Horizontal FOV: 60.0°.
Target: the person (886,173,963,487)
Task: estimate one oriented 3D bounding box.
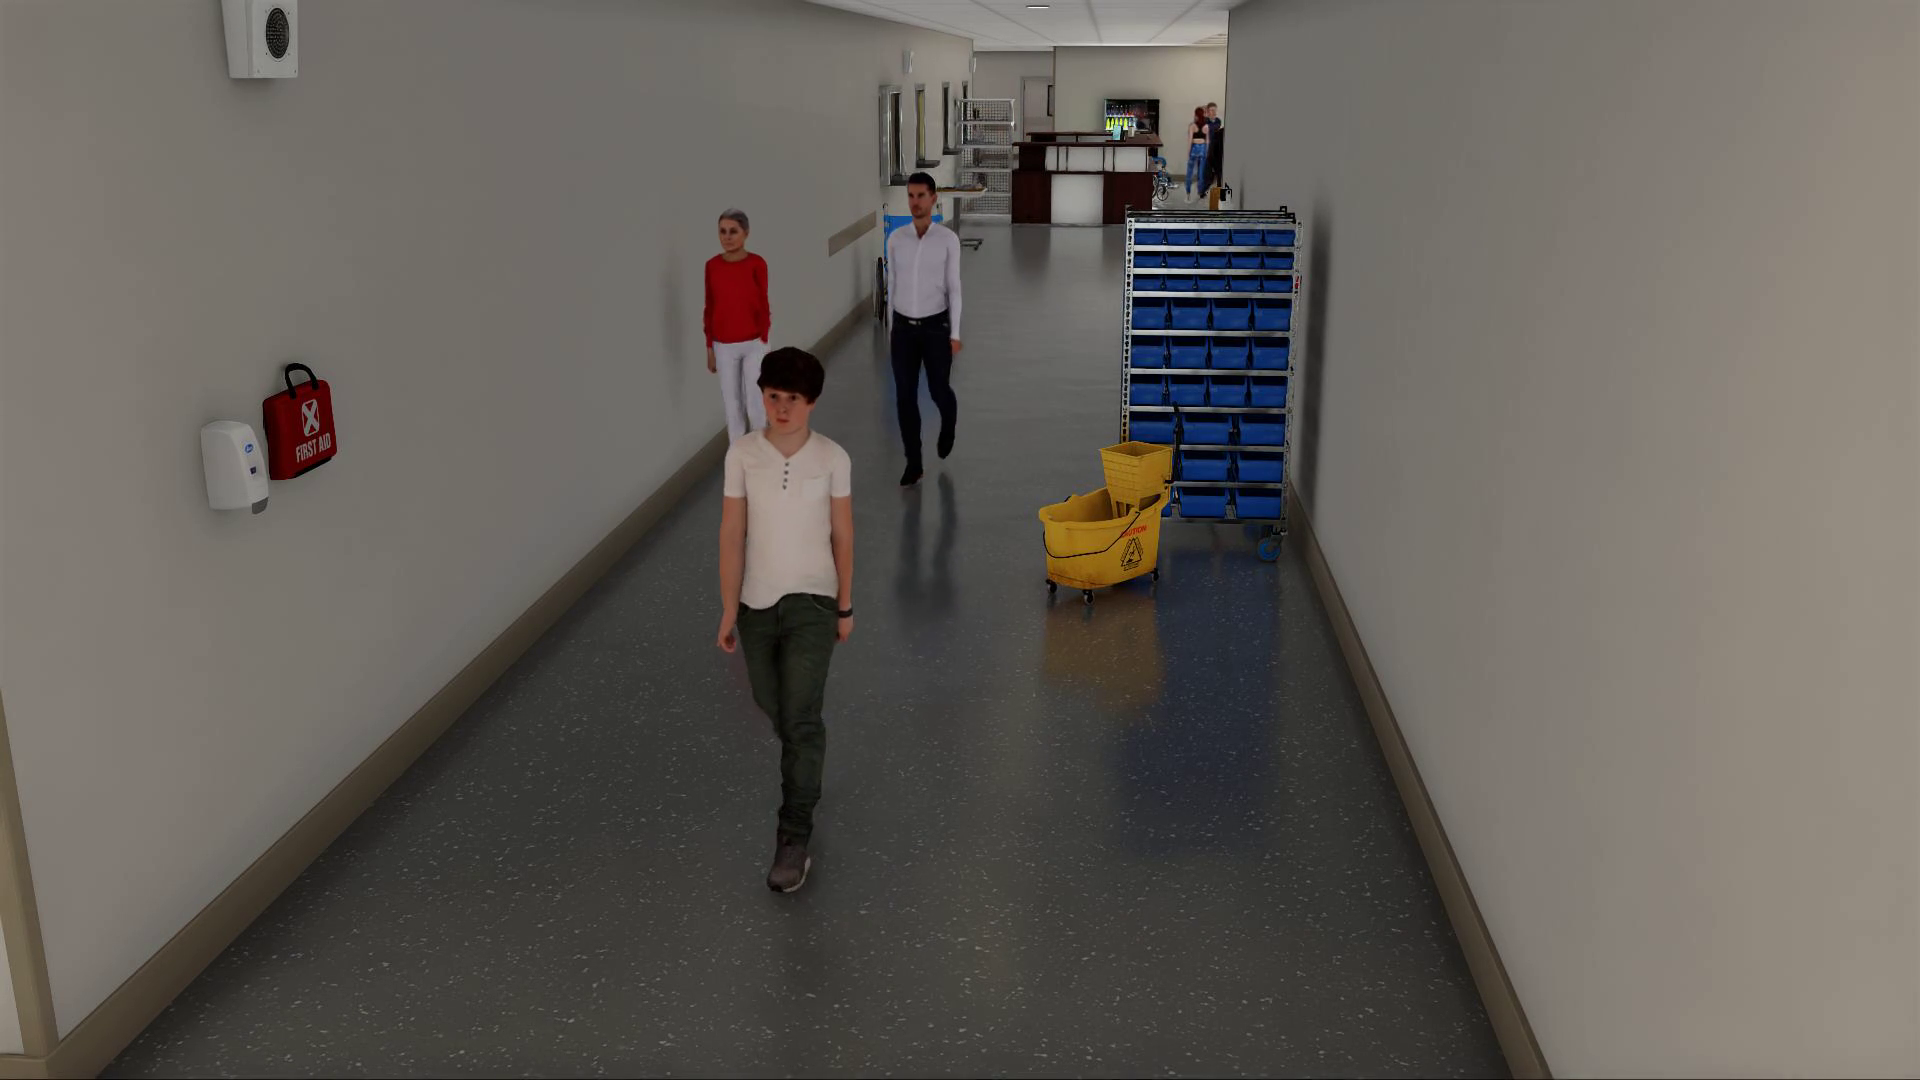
[{"bbox_3d":[-0.205,-1.295,10.181,1.039,1.841,0.782,4,16,13],"label":"person"}]

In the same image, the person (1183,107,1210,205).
[{"bbox_3d":[4.528,-7.259,31.447,0.660,1.782,0.723,-3,16,-9],"label":"person"}]

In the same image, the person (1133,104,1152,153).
[{"bbox_3d":[3.780,-7.890,33.653,0.613,1.800,0.720,3,16,11],"label":"person"}]

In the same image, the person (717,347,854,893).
[{"bbox_3d":[-0.536,0.204,5.269,1.040,1.622,0.611,2,16,6],"label":"person"}]

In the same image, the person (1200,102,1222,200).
[{"bbox_3d":[4.832,-7.600,32.542,0.846,1.843,0.910,-11,19,-35],"label":"person"}]

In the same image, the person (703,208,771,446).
[{"bbox_3d":[-1.272,-1.104,9.790,0.624,1.687,0.601,1,16,4],"label":"person"}]
